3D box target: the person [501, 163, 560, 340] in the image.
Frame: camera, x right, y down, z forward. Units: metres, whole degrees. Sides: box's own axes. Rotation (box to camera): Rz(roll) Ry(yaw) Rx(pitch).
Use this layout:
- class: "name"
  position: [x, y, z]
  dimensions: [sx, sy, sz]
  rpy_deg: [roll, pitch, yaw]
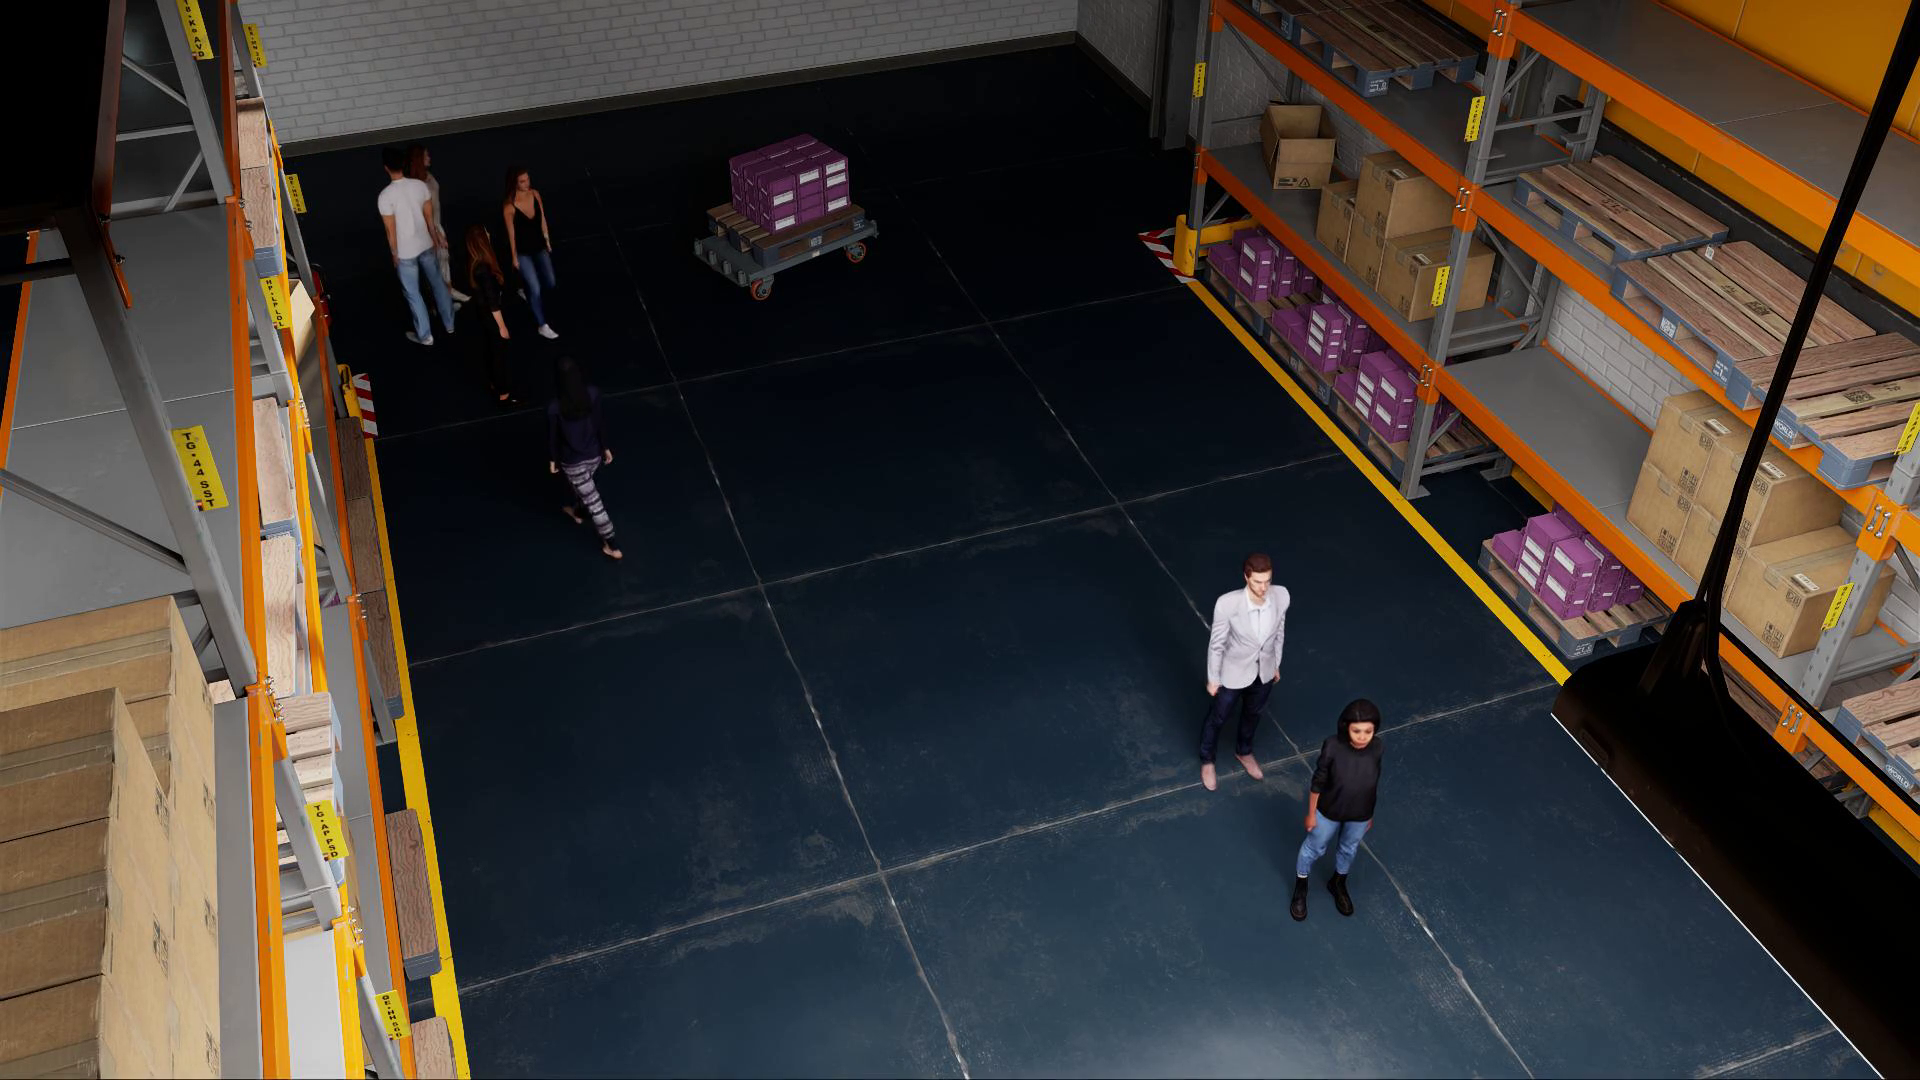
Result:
- class: "person"
  position: [-3.972, -2.655, 15.119]
  dimensions: [0.953, 1.704, 0.839]
  rpy_deg: [25, 45, 28]

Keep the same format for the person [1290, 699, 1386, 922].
- class: "person"
  position: [2.253, 1.584, 9.814]
  dimensions: [0.628, 1.701, 0.616]
  rpy_deg: [-3, 39, -4]

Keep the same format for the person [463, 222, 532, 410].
- class: "person"
  position: [-4.022, -1.925, 14.198]
  dimensions: [0.702, 1.713, 0.519]
  rpy_deg: [-20, 43, -23]

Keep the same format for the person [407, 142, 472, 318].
- class: "person"
  position: [-4.955, -2.855, 15.378]
  dimensions: [0.739, 1.693, 0.622]
  rpy_deg: [-5, 39, -6]

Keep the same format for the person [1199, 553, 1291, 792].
- class: "person"
  position: [1.826, 0.812, 10.659]
  dimensions: [0.688, 1.852, 0.577]
  rpy_deg: [-10, 40, -12]

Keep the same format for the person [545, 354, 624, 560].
- class: "person"
  position: [-2.825, -0.595, 12.553]
  dimensions: [0.900, 1.687, 1.164]
  rpy_deg: [-29, 47, -31]

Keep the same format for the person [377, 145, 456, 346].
- class: "person"
  position: [-4.924, -2.653, 14.994]
  dimensions: [0.764, 1.856, 0.756]
  rpy_deg: [25, 45, 28]
